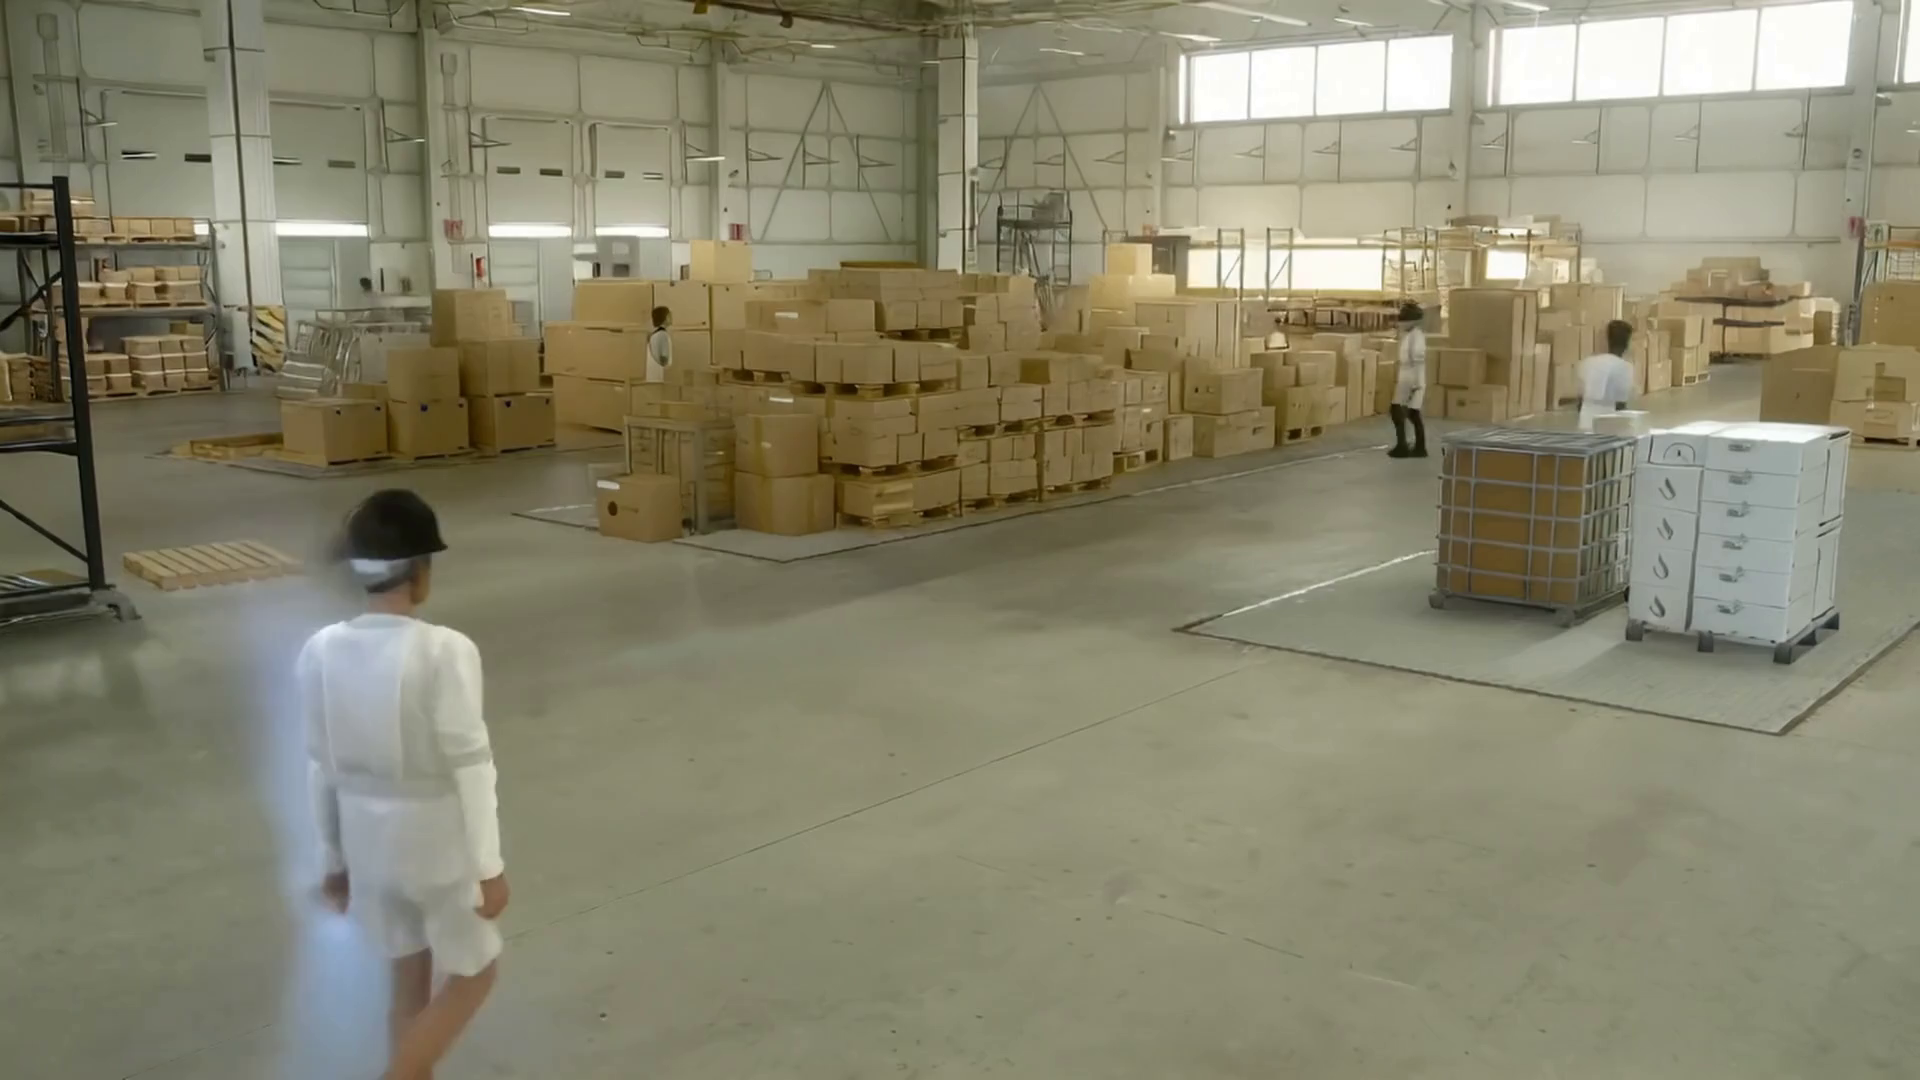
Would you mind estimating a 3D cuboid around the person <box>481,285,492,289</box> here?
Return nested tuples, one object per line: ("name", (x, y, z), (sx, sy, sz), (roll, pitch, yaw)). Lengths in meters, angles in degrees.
("person", (-8.211, -3.471, 28.926), (0.647, 1.899, 0.927), (-3, 11, -19))

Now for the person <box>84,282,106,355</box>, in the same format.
("person", (-17.207, -4.171, 32.993), (0.947, 1.871, 0.546), (-9, 13, -42))

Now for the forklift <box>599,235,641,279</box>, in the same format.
("forklift", (-7.658, -5.503, 37.722), (1.873, 2.768, 1.129), (8, 13, 40))

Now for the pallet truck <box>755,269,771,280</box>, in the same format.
("pallet truck", (-4.996, -6.432, 45.525), (1.885, 1.965, 0.823), (-6, 12, -32))

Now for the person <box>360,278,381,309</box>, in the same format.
("person", (-12.613, -4.628, 35.484), (0.521, 1.920, 0.669), (-9, 13, -42))

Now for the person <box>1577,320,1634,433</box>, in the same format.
("person", (5.835, -1.043, 15.122), (1.040, 1.910, 0.601), (-6, 11, -29))

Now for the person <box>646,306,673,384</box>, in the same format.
("person", (-3.680, -1.951, 20.466), (0.347, 1.838, 0.505), (-6, 11, -30))

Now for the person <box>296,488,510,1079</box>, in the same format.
("person", (-1.496, 0.826, 4.412), (0.557, 1.925, 0.631), (4, 11, 22))

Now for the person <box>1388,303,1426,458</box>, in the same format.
("person", (5.447, -1.913, 20.113), (0.628, 1.882, 0.571), (-3, 10, -17))

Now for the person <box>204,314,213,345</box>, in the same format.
("person", (-16.842, -4.727, 36.896), (0.523, 1.619, 0.516), (5, 11, 24))

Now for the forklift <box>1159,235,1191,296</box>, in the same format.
("forklift", (4.861, -5.499, 37.701), (1.873, 2.768, 1.129), (7, 12, 34))

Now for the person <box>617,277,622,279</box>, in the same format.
("person", (-8.025, -5.345, 39.760), (0.945, 1.843, 0.588), (2, 10, 13))
